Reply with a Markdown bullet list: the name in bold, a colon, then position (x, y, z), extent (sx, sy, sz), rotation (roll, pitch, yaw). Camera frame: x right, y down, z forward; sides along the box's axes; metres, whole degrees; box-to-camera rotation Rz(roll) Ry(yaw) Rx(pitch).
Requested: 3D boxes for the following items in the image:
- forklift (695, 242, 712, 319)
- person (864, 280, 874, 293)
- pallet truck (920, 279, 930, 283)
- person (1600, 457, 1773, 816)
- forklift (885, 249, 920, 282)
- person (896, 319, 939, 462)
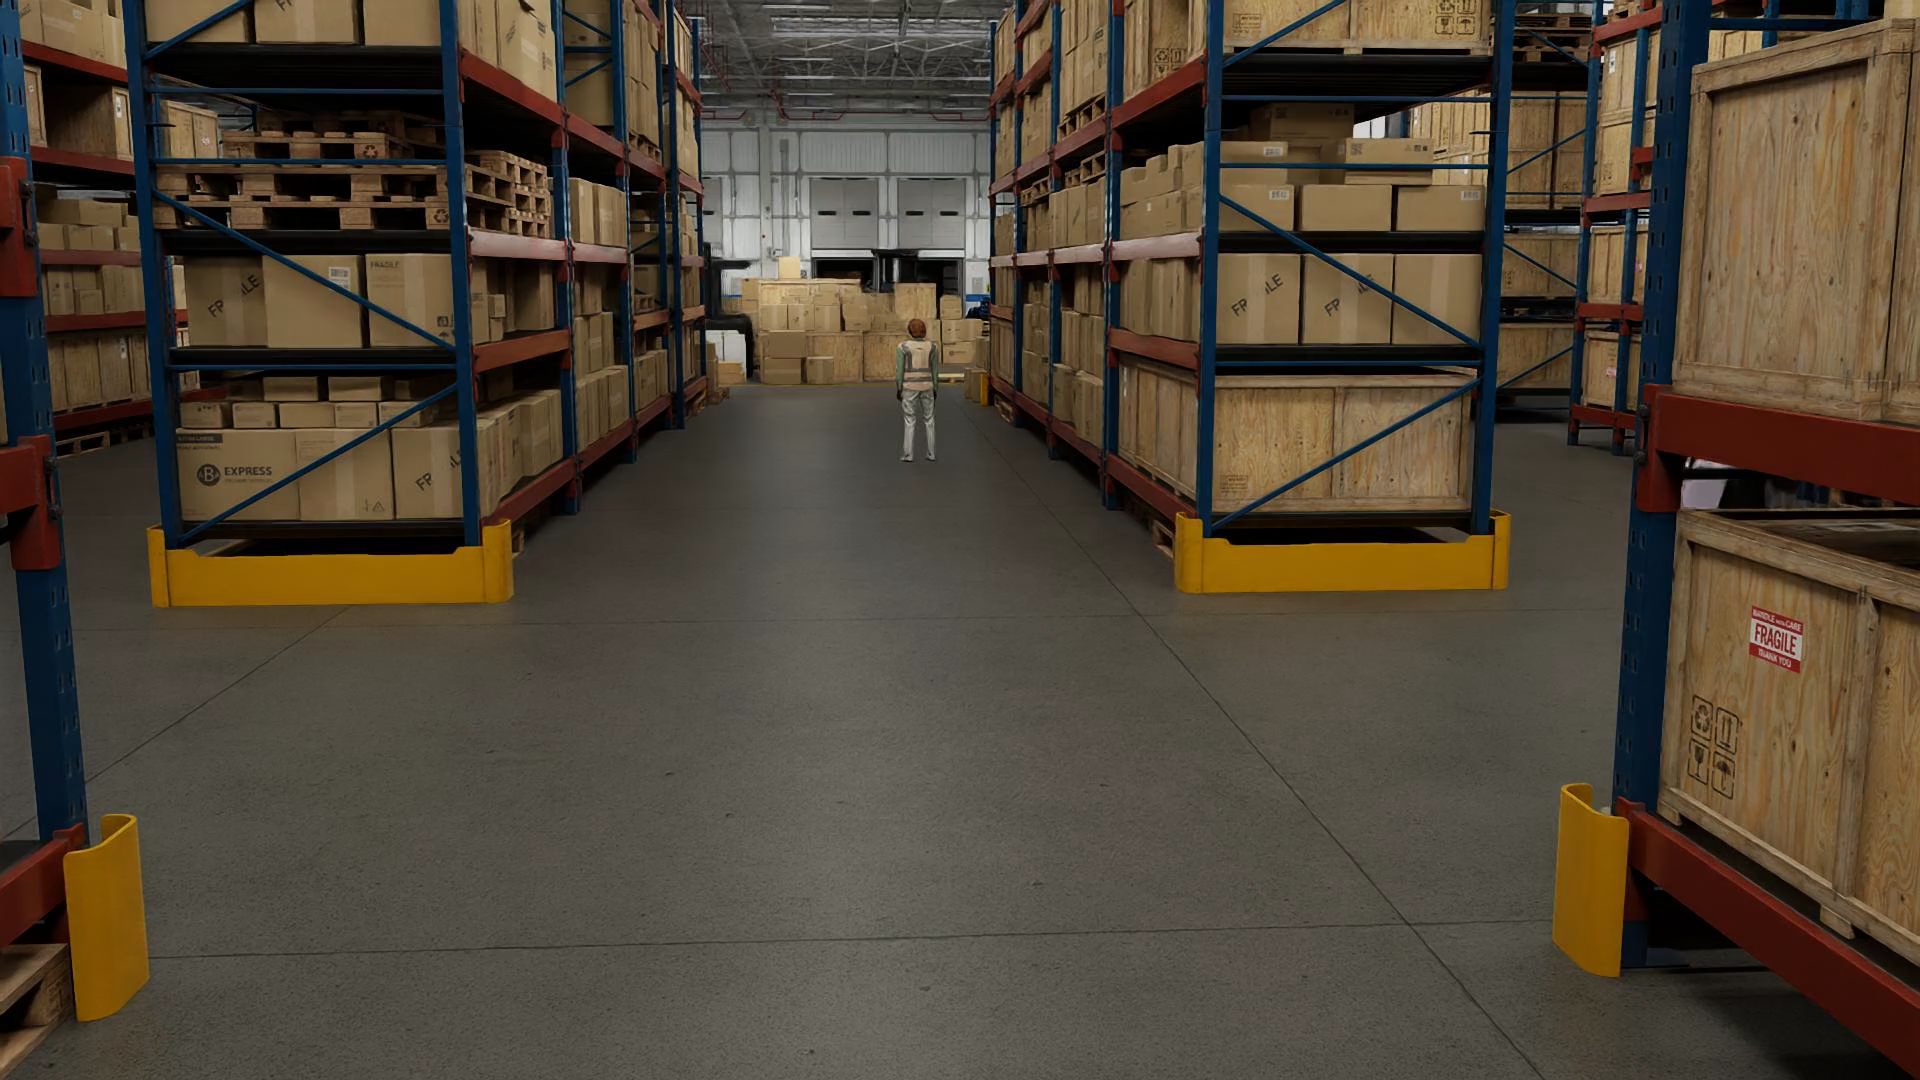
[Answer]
- **forklift**: position (-5.578, -5.046, 36.014), extent (1.873, 2.768, 1.129), rotation (-1, 9, -4)
- **person**: position (-3.175, -8.047, 57.808), extent (0.352, 1.937, 0.635), rotation (-3, 9, -16)
- **pallet truck**: position (-0.932, -8.922, 63.114), extent (1.885, 1.965, 0.823), rotation (2, 9, 13)
- **person**: position (2.956, 0.175, 6.342), extent (0.817, 1.893, 0.598), rotation (2, 9, 13)
- **forklift**: position (-1.572, -6.537, 45.376), extent (1.129, 2.768, 1.873), rotation (3, 9, 16)
- **person**: position (-0.477, -1.698, 18.924), extent (0.507, 1.630, 0.316), rotation (-3, 10, -20)
